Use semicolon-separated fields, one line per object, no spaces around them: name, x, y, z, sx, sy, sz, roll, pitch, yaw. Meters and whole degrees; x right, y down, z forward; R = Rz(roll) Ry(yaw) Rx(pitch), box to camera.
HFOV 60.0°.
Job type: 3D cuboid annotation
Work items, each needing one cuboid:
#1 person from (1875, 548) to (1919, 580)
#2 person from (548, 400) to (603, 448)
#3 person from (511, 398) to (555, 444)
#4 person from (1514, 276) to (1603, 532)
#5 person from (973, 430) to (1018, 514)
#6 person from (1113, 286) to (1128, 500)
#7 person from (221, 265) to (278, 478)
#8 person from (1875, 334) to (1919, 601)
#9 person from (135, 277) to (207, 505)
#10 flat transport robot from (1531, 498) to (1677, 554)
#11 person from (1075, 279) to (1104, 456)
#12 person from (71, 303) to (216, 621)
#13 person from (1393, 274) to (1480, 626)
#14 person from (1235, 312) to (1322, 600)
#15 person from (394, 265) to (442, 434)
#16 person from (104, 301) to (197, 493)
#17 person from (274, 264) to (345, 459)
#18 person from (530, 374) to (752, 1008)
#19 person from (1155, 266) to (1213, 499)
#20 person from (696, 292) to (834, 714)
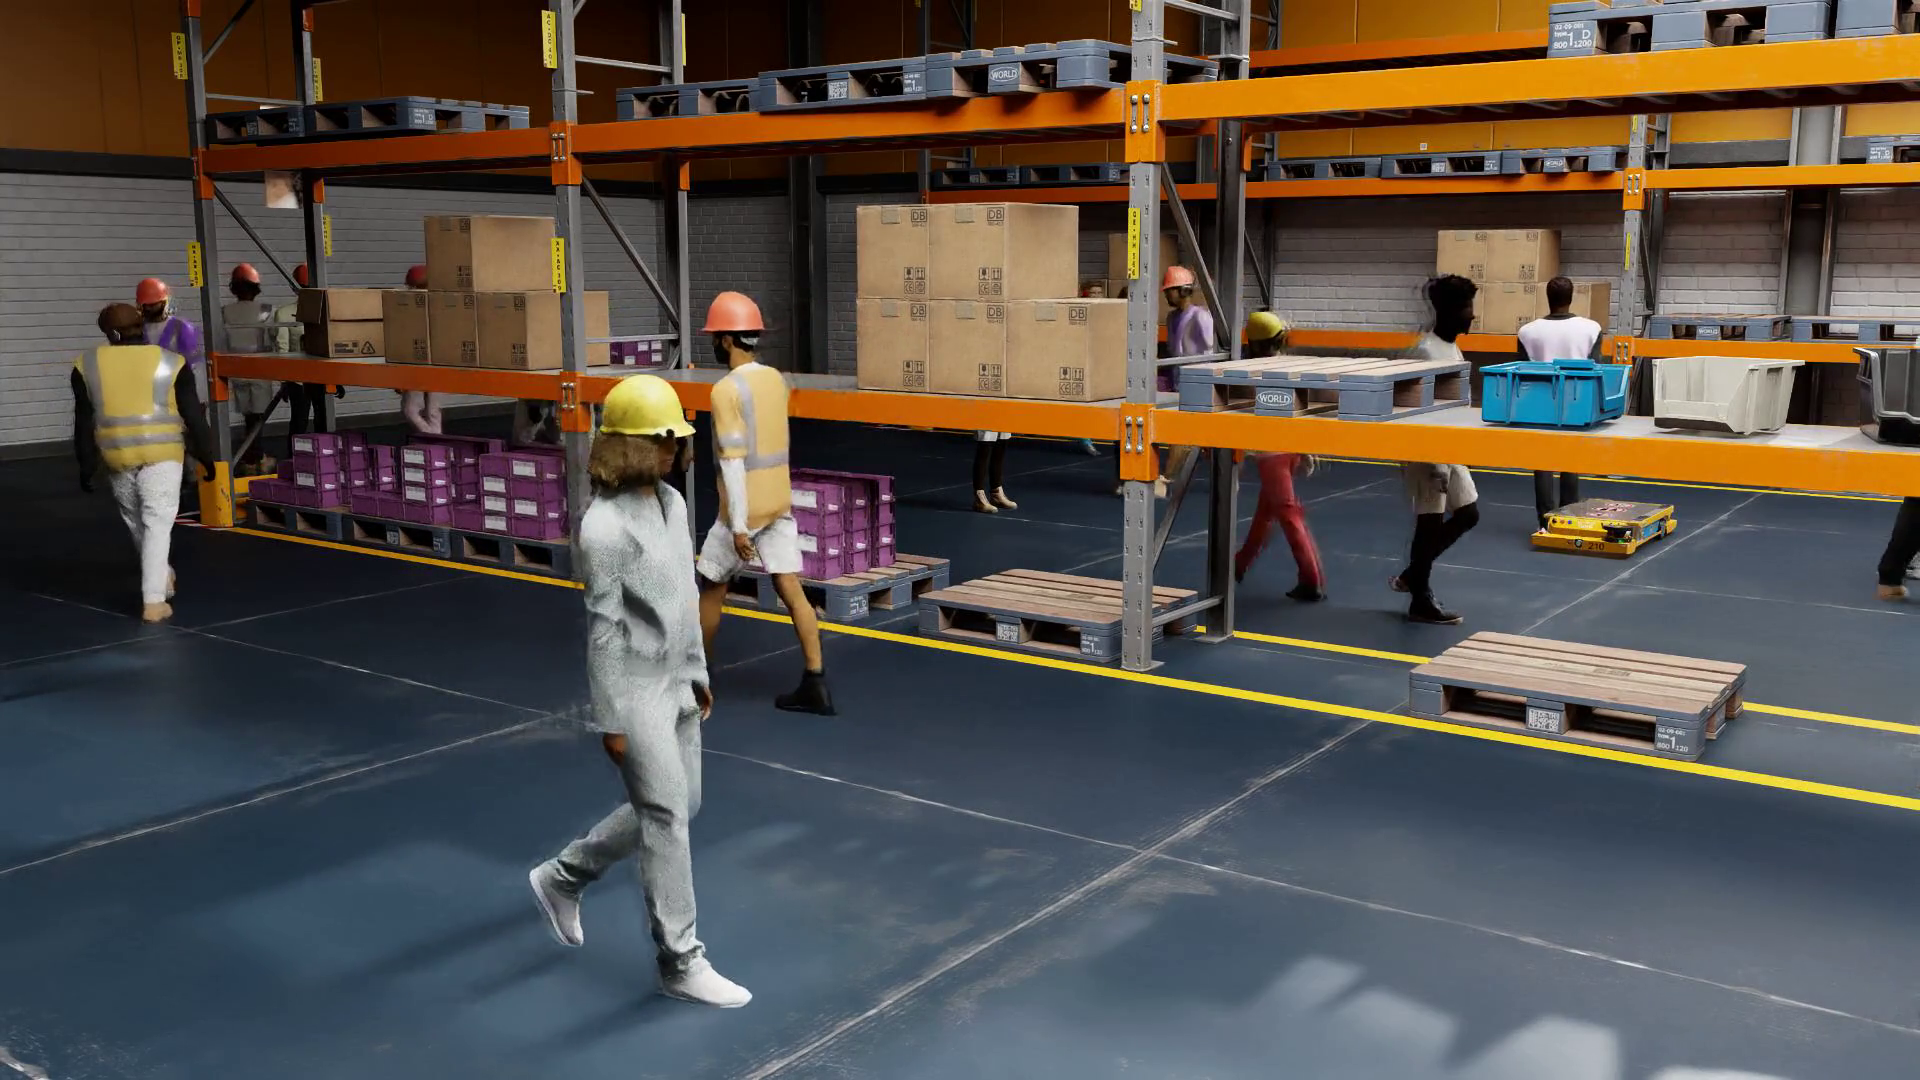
person;6.204;-0.502;10.316;0.761;1.614;0.529;8;12;38
person;-3.054;-1.123;13.334;0.543;1.844;0.756;-7;12;-36
person;-3.459;-1.171;13.781;0.969;1.794;0.645;3;10;15
person;4.410;-0.993;12.350;0.627;1.899;0.708;3;10;17
person;0.287;-1.067;13.416;0.317;1.695;0.540;7;12;35
person;1.371;-1.236;14.079;0.529;1.802;0.715;3;10;15
person;-6.417;-1.494;15.116;0.615;1.988;1.066;0;10;-1
person;5.860;-0.612;9.686;0.711;2.000;0.544;4;10;23
person;-6.483;-1.212;13.706;0.552;1.902;0.694;1;10;6
flat transport robot;4.663;-0.116;11.991;0.652;0.197;1.431;7;12;35
person;1.385;-1.771;17.207;0.606;1.824;0.606;-9;13;-43
person;-4.678;-0.466;9.590;0.686;1.770;0.987;-3;10;-15
person;2.663;-0.491;9.218;0.416;1.949;0.614;6;11;33
person;1.848;-0.513;10.049;0.542;1.707;0.925;-9;13;-42
person;-4.985;-1.568;15.557;0.568;1.981;0.639;8;12;39
person;-6.949;-1.252;14.283;0.580;1.781;0.869;7;12;34
person;-5.676;-1.409;14.568;0.394;1.992;0.622;7;12;35
person;-0.897;0.406;4.536;0.652;1.725;0.493;2;10;13
person;1.984;-1.327;14.146;1.002;1.993;0.626;-3;10;-17
person;-0.986;-0.164;7.492;1.012;1.881;0.545;6;11;31
